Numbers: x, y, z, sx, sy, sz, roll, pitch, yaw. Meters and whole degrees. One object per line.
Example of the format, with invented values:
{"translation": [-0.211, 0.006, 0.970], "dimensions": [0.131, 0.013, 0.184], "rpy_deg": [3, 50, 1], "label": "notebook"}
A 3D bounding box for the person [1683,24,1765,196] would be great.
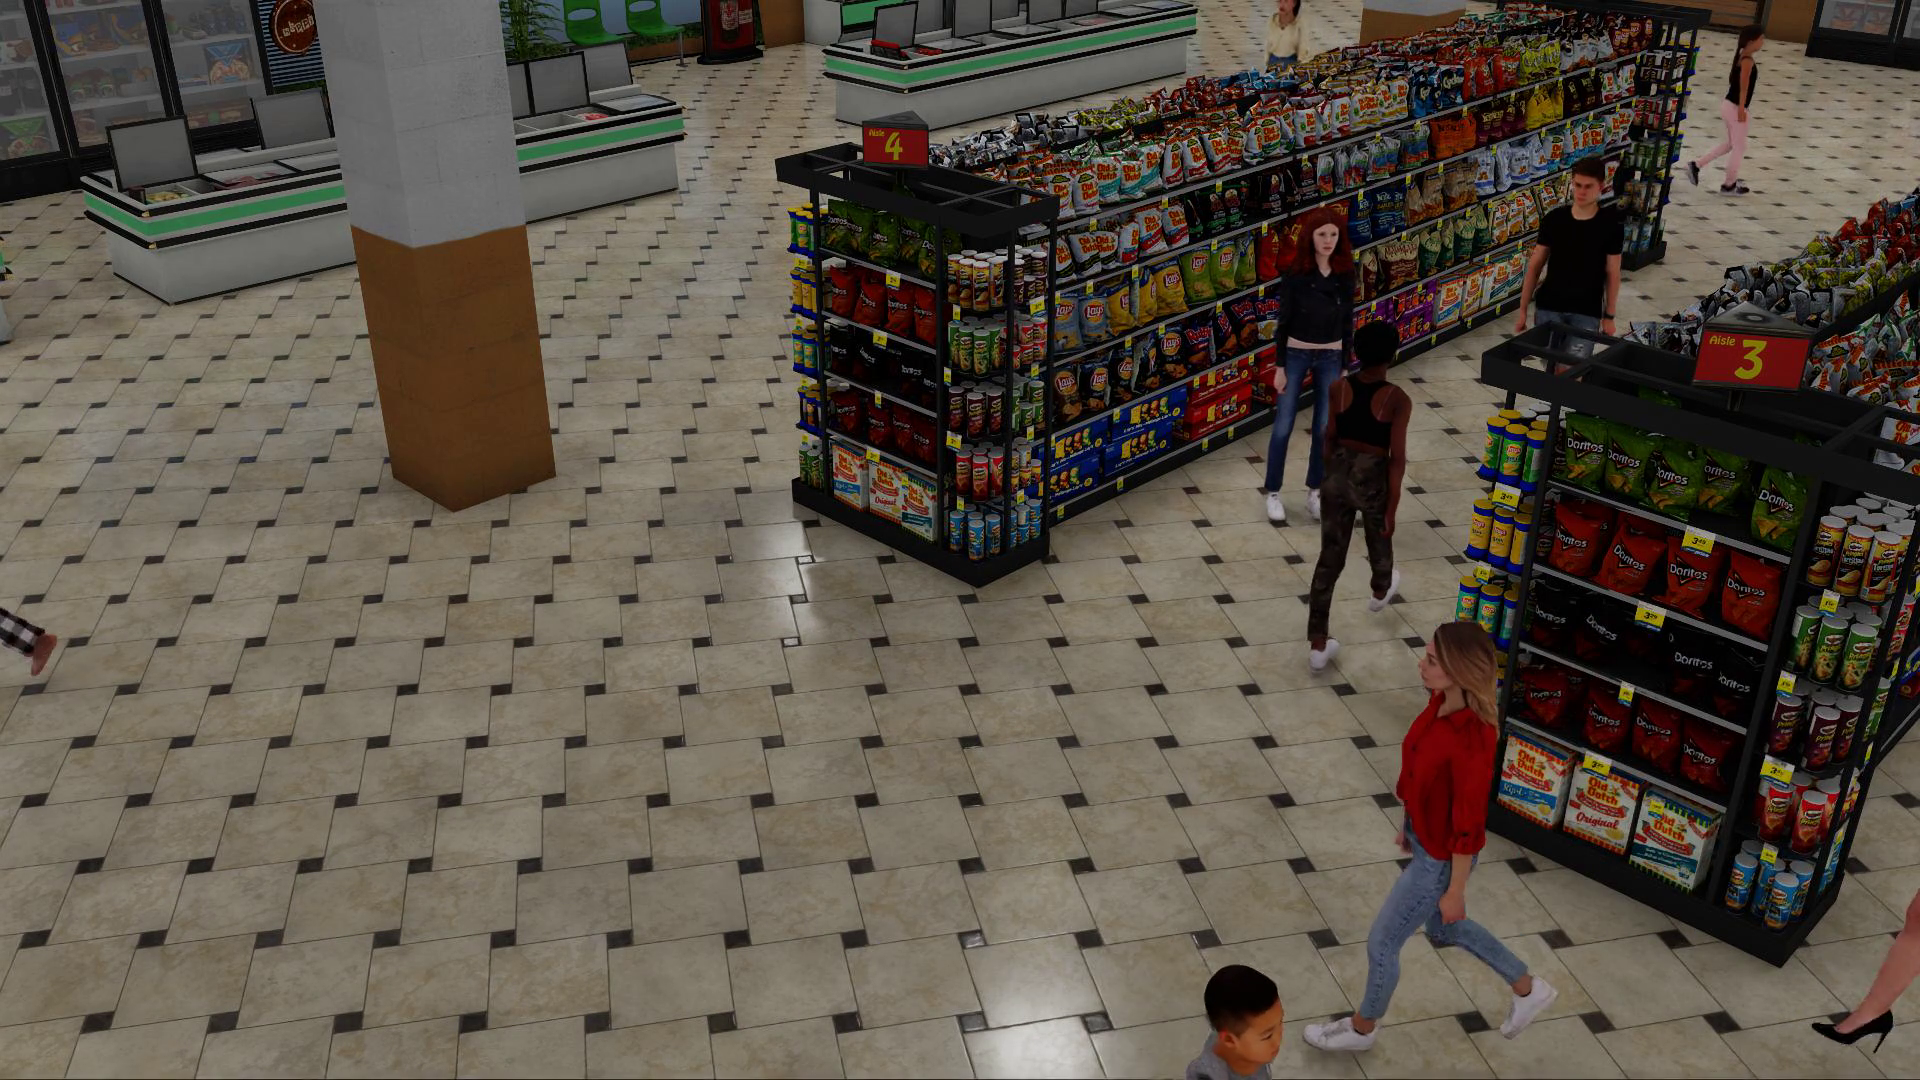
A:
{"translation": [7.081, -3.948, 15.321], "dimensions": [0.869, 1.546, 0.854], "rpy_deg": [4, 27, 7], "label": "person"}

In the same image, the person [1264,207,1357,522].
{"translation": [1.925, -0.954, 9.149], "dimensions": [0.653, 1.787, 0.715], "rpy_deg": [0, 27, -1], "label": "person"}

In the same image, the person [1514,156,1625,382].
{"translation": [3.675, -1.384, 9.945], "dimensions": [0.739, 1.836, 0.694], "rpy_deg": [19, 32, 32], "label": "person"}

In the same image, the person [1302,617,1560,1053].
{"translation": [1.622, 1.025, 5.371], "dimensions": [1.118, 1.676, 1.080], "rpy_deg": [1, 27, 2], "label": "person"}

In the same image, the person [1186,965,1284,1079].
{"translation": [0.636, 1.642, 4.413], "dimensions": [0.747, 1.443, 0.702], "rpy_deg": [15, 30, 27], "label": "person"}

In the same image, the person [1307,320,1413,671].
{"translation": [1.810, -0.168, 7.758], "dimensions": [0.754, 1.645, 1.193], "rpy_deg": [17, 31, 30], "label": "person"}

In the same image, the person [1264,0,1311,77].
{"translation": [3.299, -4.698, 16.760], "dimensions": [0.809, 1.581, 1.161], "rpy_deg": [17, 31, 30], "label": "person"}
